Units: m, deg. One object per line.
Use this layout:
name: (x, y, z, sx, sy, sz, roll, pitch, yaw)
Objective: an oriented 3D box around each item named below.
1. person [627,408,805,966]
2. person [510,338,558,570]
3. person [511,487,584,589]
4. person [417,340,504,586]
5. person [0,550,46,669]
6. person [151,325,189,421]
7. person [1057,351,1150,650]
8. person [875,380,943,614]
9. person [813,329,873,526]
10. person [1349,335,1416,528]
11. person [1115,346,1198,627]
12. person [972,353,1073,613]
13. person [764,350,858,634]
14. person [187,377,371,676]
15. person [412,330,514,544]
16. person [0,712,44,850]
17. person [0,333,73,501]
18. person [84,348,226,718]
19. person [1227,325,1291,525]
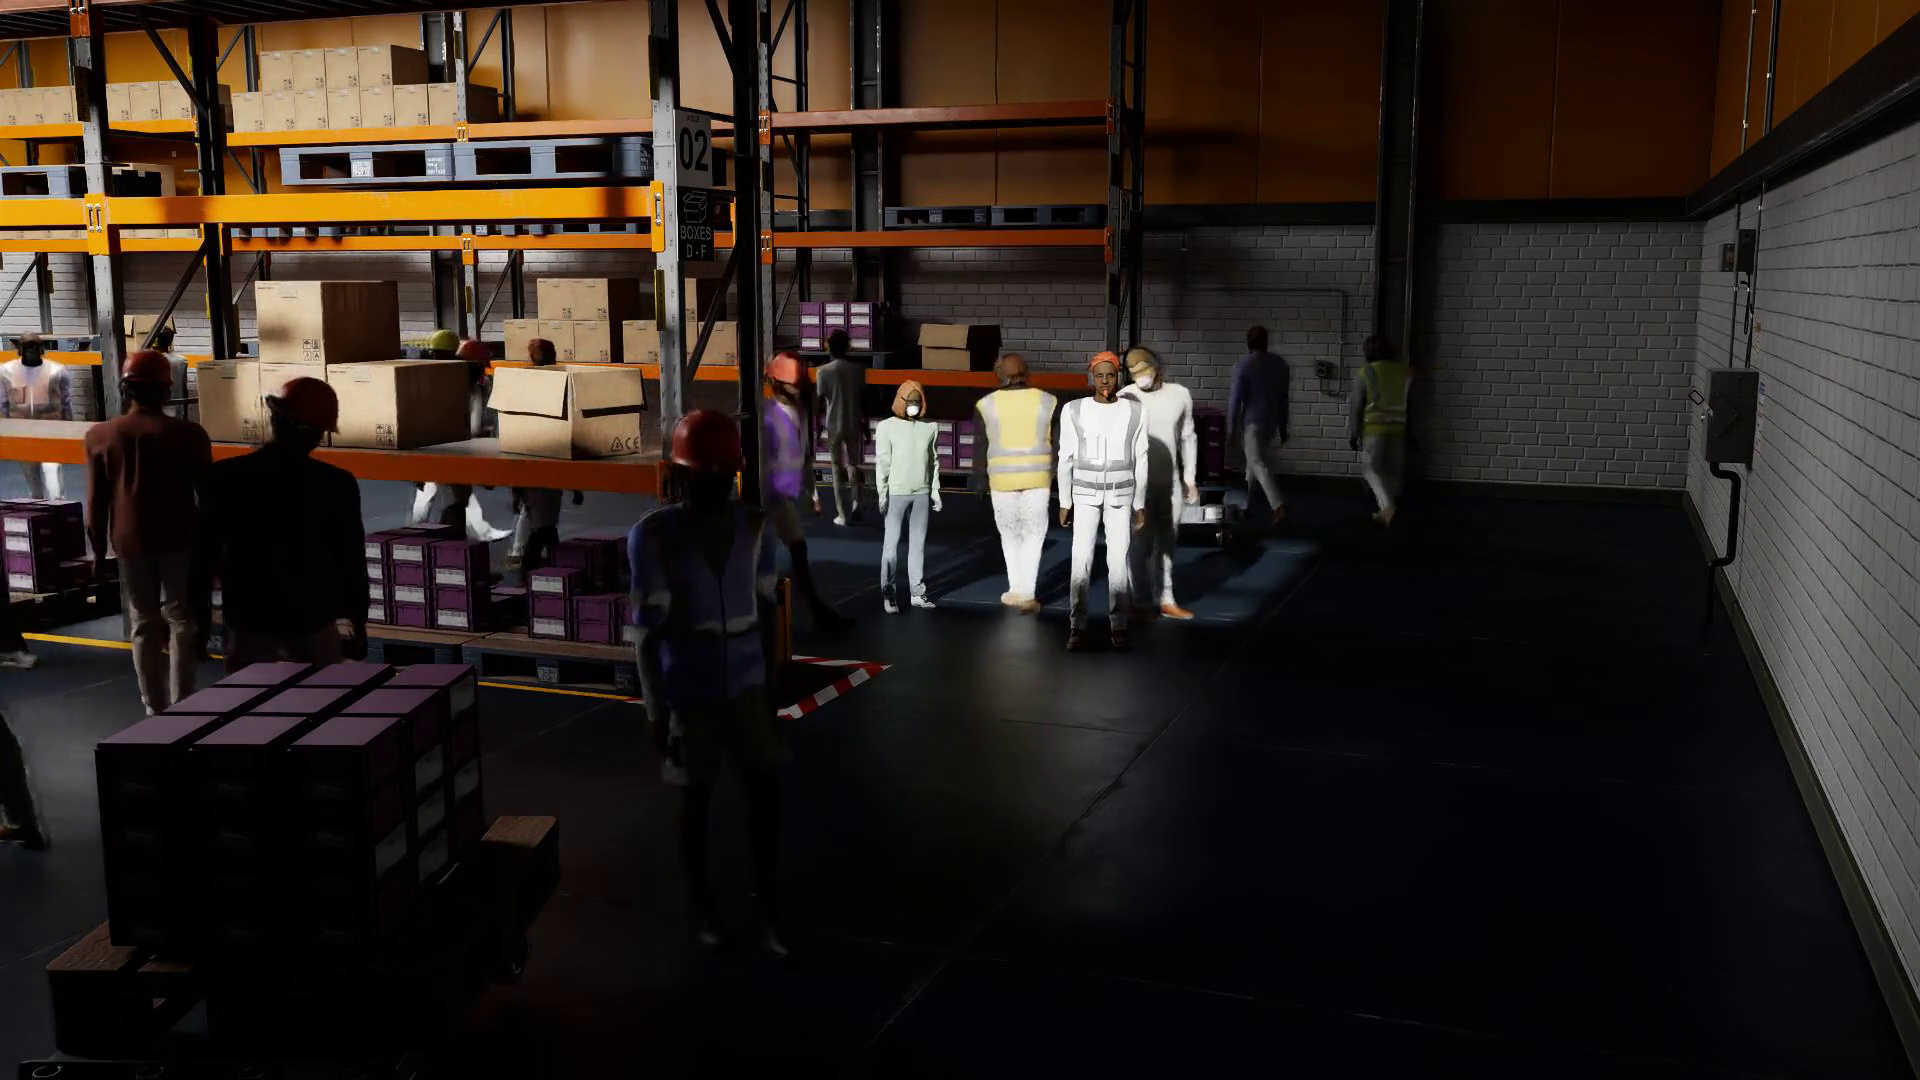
person: (-0.809, 0.516, 5.602, 0.552, 1.913, 0.683, -5, 10, -27)
person: (-3.426, -0.691, 13.403, 0.378, 1.854, 0.626, 1, 9, 7)
person: (-2.887, -0.347, 11.821, 0.843, 1.648, 0.552, 5, 10, 29)
person: (-3.709, -0.547, 12.422, 0.959, 1.867, 0.607, 6, 11, 33)
person: (-6.069, -0.188, 9.950, 1.046, 1.948, 0.629, 3, 9, 16)
person: (-7.993, -1.240, 16.767, 0.328, 1.877, 0.513, 3, 10, 20)
person: (0.900, -0.242, 10.476, 0.576, 1.882, 0.355, 0, 9, 0)
person: (-0.356, -0.306, 11.652, 0.498, 1.633, 0.279, -5, 10, -29)
person: (-1.119, -1.055, 15.657, 0.565, 1.855, 0.383, -4, 10, -24)
person: (3.988, -1.011, 15.557, 0.710, 1.809, 0.743, -3, 10, -18)
person: (1.278, -0.363, 11.221, 0.688, 1.895, 0.427, -3, 10, -21)
person: (0.447, -0.395, 11.644, 0.727, 1.817, 0.575, 0, 9, 1)
person: (-1.172, -0.308, 10.953, 0.971, 1.874, 0.556, 3, 9, 17)
person: (-2.720, 0.334, 6.666, 0.681, 1.949, 0.456, -2, 9, -13)
person: (-4.290, -0.836, 14.162, 0.936, 1.885, 0.620, -2, 9, -11)
person: (-4.109, 0.371, 6.633, 0.713, 1.903, 0.650, -1, 9, -4)
person: (-8.706, -1.030, 15.656, 0.619, 1.799, 0.950, -4, 10, -22)
person: (-4.108, 0.016, 8.529, 0.638, 1.993, 0.395, -2, 9, -11)
person: (2.869, -1.097, 15.825, 0.636, 1.903, 0.991, -5, 10, -29)
